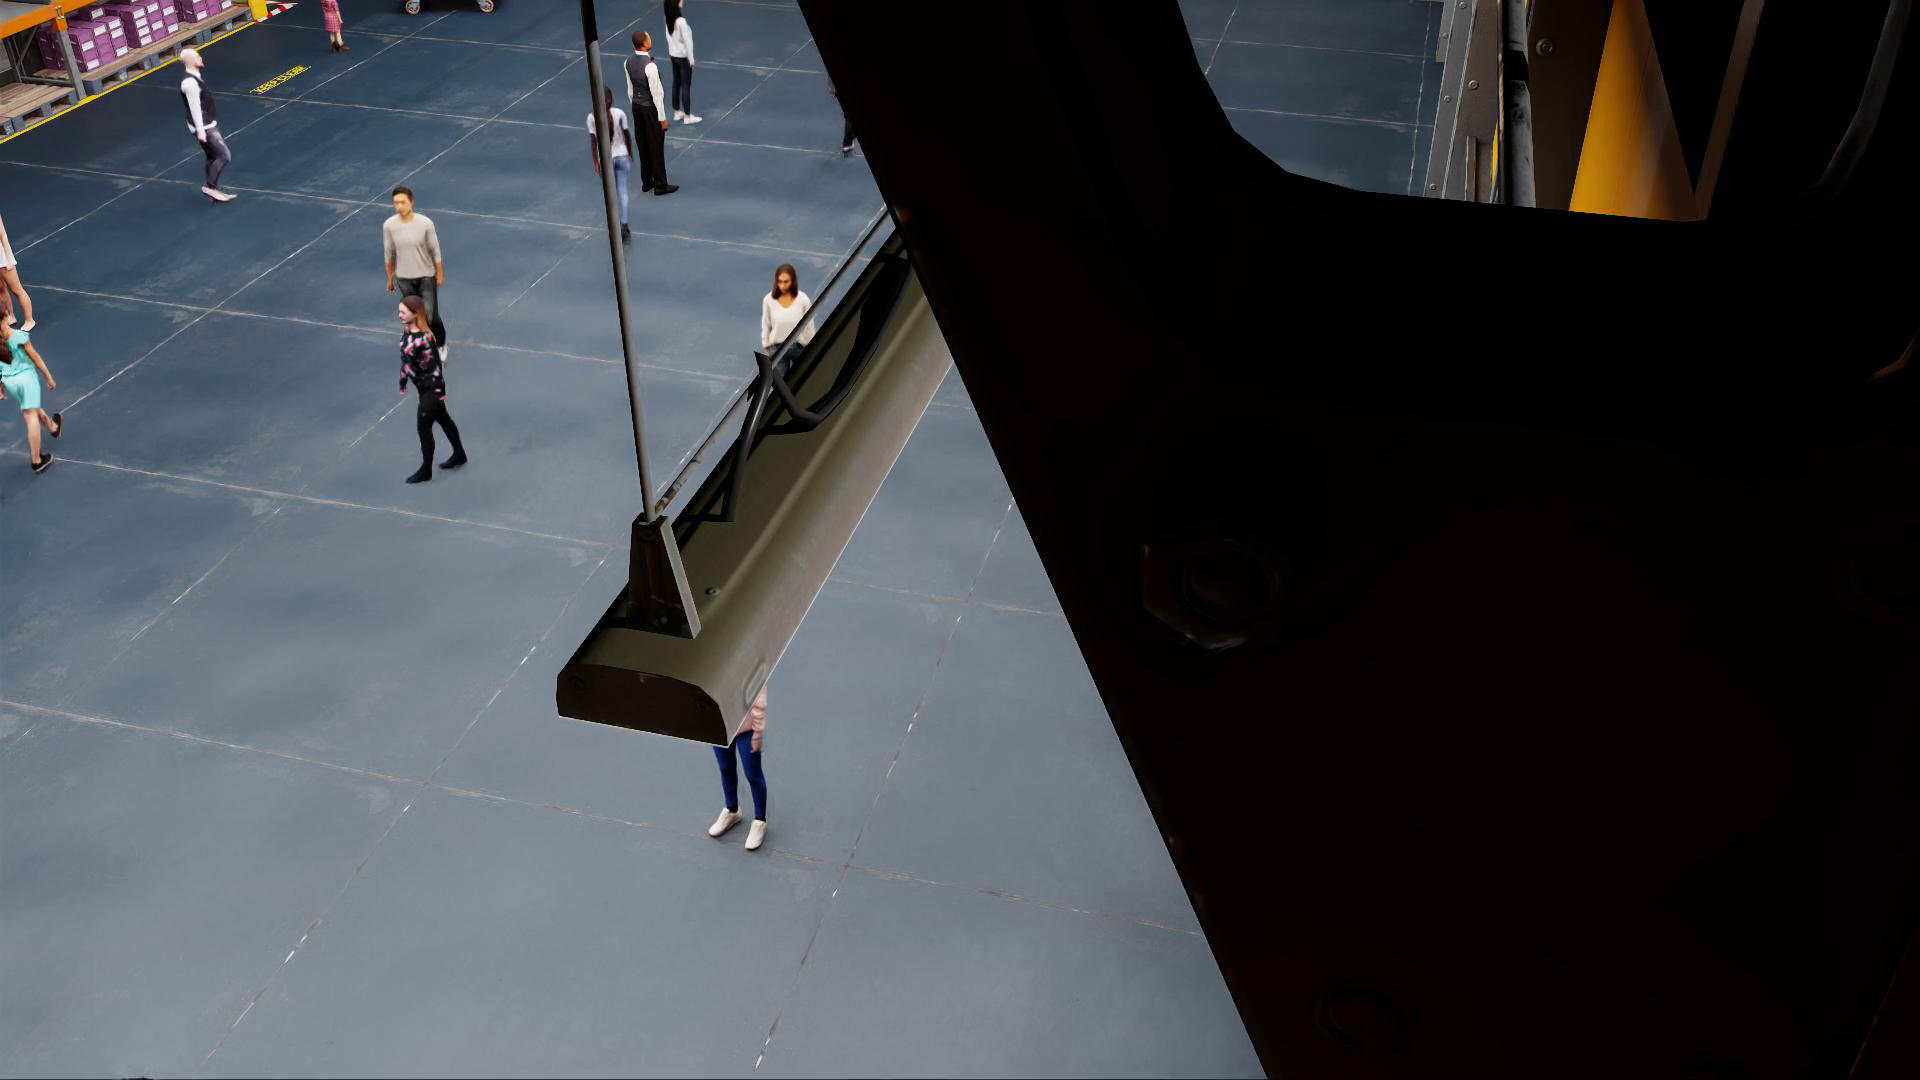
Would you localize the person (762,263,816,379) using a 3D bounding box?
[{"bbox_3d":[-1.504,-1.685,14.768,0.672,1.680,0.618,1,34,1],"label":"person"}]

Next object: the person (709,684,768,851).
[{"bbox_3d":[-1.401,1.160,10.405,0.685,1.770,0.615,16,37,22],"label":"person"}]

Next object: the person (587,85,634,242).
[{"bbox_3d":[-3.842,-4.158,18.491,0.958,1.675,1.223,-6,34,-9],"label":"person"}]

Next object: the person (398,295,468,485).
[{"bbox_3d":[-4.478,-1.341,14.263,0.944,1.665,0.862,-22,39,-29],"label":"person"}]

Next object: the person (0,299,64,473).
[{"bbox_3d":[-8.130,-1.309,14.349,0.781,1.516,1.087,-1,34,-1],"label":"person"}]

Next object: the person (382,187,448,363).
[{"bbox_3d":[-5.207,-2.560,15.975,0.740,1.800,0.727,-2,34,-3],"label":"person"}]

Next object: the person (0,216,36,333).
[{"bbox_3d":[-9.629,-2.859,16.601,0.553,1.606,0.533,9,35,13],"label":"person"}]

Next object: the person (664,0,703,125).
[{"bbox_3d":[-3.656,-6.308,21.705,0.728,1.699,0.708,-26,42,-34],"label":"person"}]

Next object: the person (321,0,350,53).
[{"bbox_3d":[-9.211,-7.678,24.378,0.432,1.022,0.448,10,35,15],"label":"person"}]

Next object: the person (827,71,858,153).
[{"bbox_3d":[-1.401,-5.621,20.797,0.702,1.559,1.032,10,35,15],"label":"person"}]

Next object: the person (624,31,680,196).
[{"bbox_3d":[-3.679,-5.036,19.593,0.770,1.919,0.734,24,40,31],"label":"person"}]

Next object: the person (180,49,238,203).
[{"bbox_3d":[-8.847,-4.759,19.276,0.897,1.809,0.808,-12,35,-17],"label":"person"}]
